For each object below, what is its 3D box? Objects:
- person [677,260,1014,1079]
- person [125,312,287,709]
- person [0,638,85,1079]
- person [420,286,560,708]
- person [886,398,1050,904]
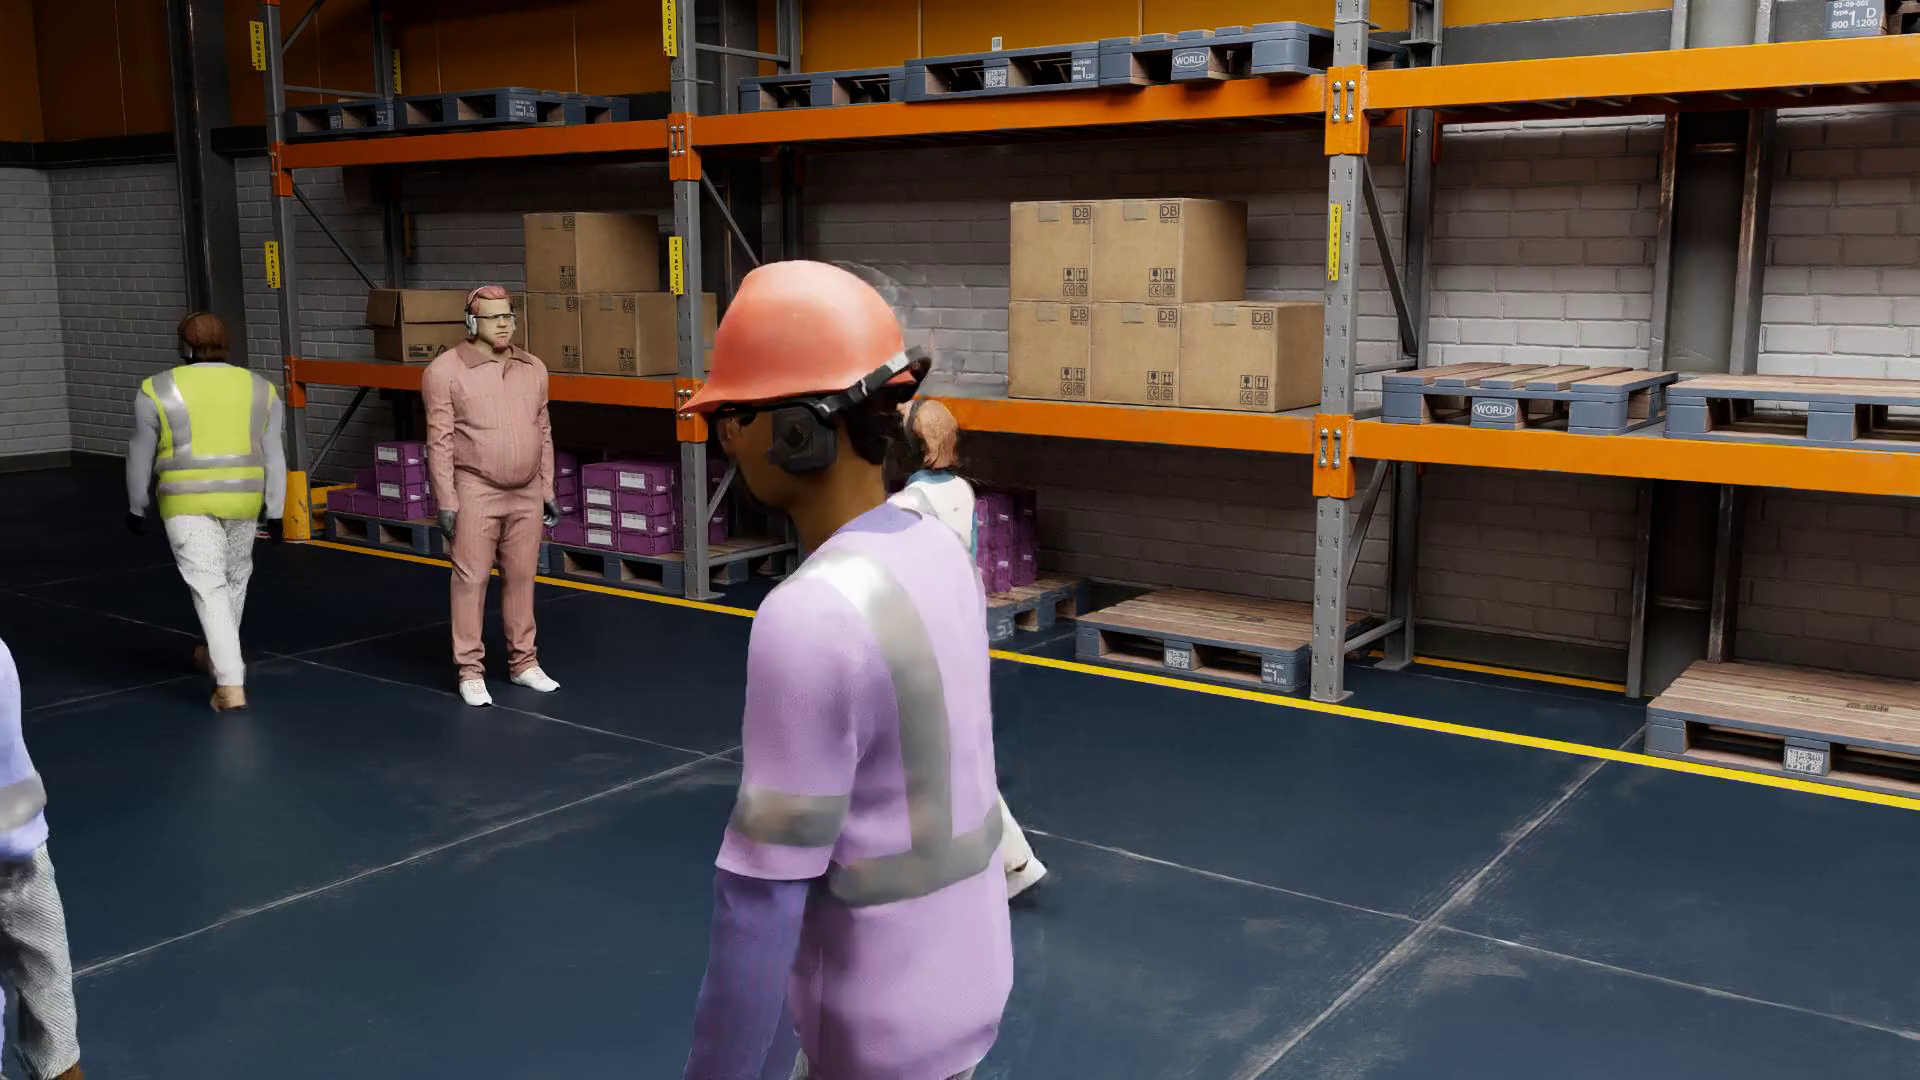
[{"bbox_3d":[-0.163,0.637,2.311,0.592,2.017,0.647,2,10,10],"label":"person"},{"bbox_3d":[-3.464,-0.147,7.681,0.638,1.796,0.986,-9,13,-42],"label":"person"},{"bbox_3d":[-1.518,0.711,2.237,0.576,1.902,0.682,-9,13,-44],"label":"person"},{"bbox_3d":[-2.124,-0.205,7.663,0.409,1.908,0.639,9,13,42],"label":"person"},{"bbox_3d":[-0.060,0.349,5.256,0.829,1.606,0.524,4,10,24],"label":"person"}]
